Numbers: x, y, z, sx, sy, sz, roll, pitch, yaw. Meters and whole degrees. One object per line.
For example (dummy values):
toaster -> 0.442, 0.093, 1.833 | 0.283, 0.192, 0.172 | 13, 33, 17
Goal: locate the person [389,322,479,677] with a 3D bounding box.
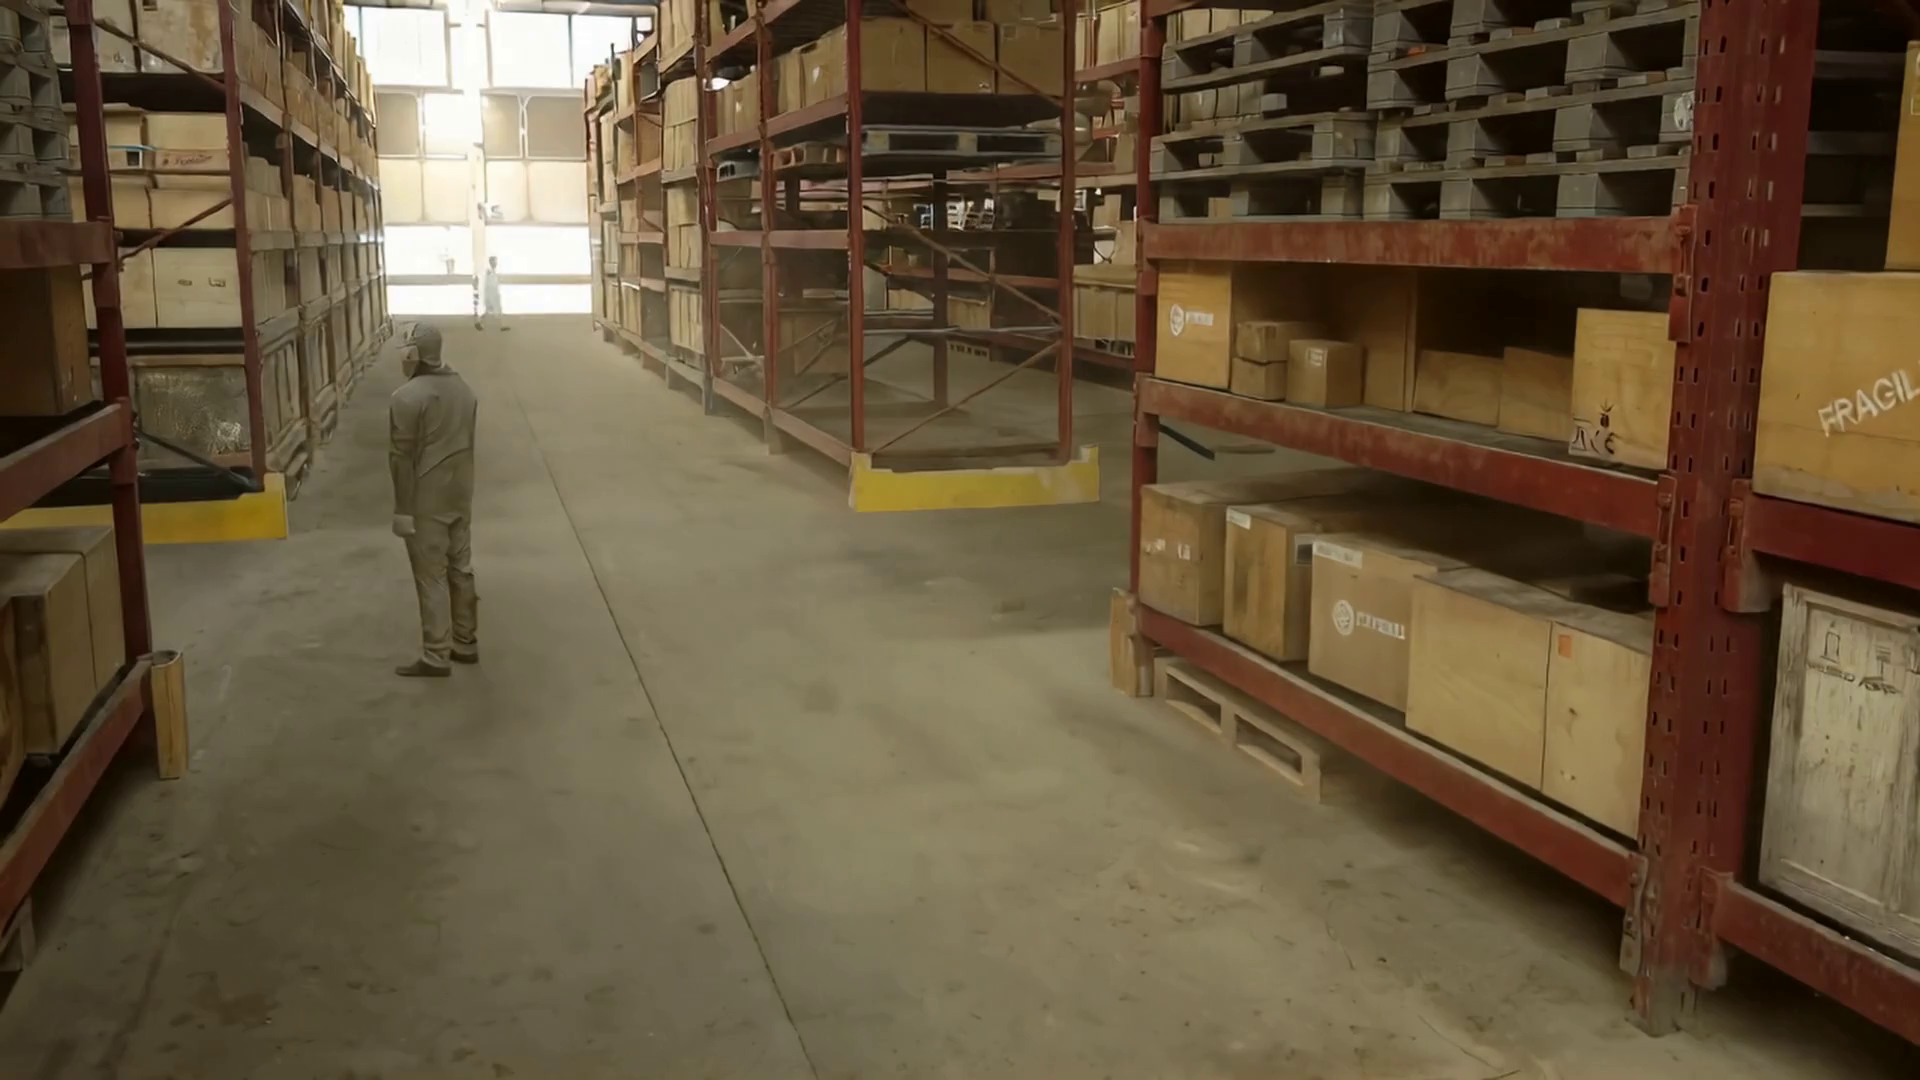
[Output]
person -> -2.851, -0.218, 8.966 | 0.399, 1.900, 0.645 | 2, 11, 13

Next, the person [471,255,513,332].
person -> -11.664, -6.104, 41.240 | 0.933, 1.908, 0.631 | -2, 11, -12

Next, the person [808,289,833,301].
person -> -3.479, -6.176, 41.606 | 0.628, 1.913, 0.960 | -2, 10, -10
